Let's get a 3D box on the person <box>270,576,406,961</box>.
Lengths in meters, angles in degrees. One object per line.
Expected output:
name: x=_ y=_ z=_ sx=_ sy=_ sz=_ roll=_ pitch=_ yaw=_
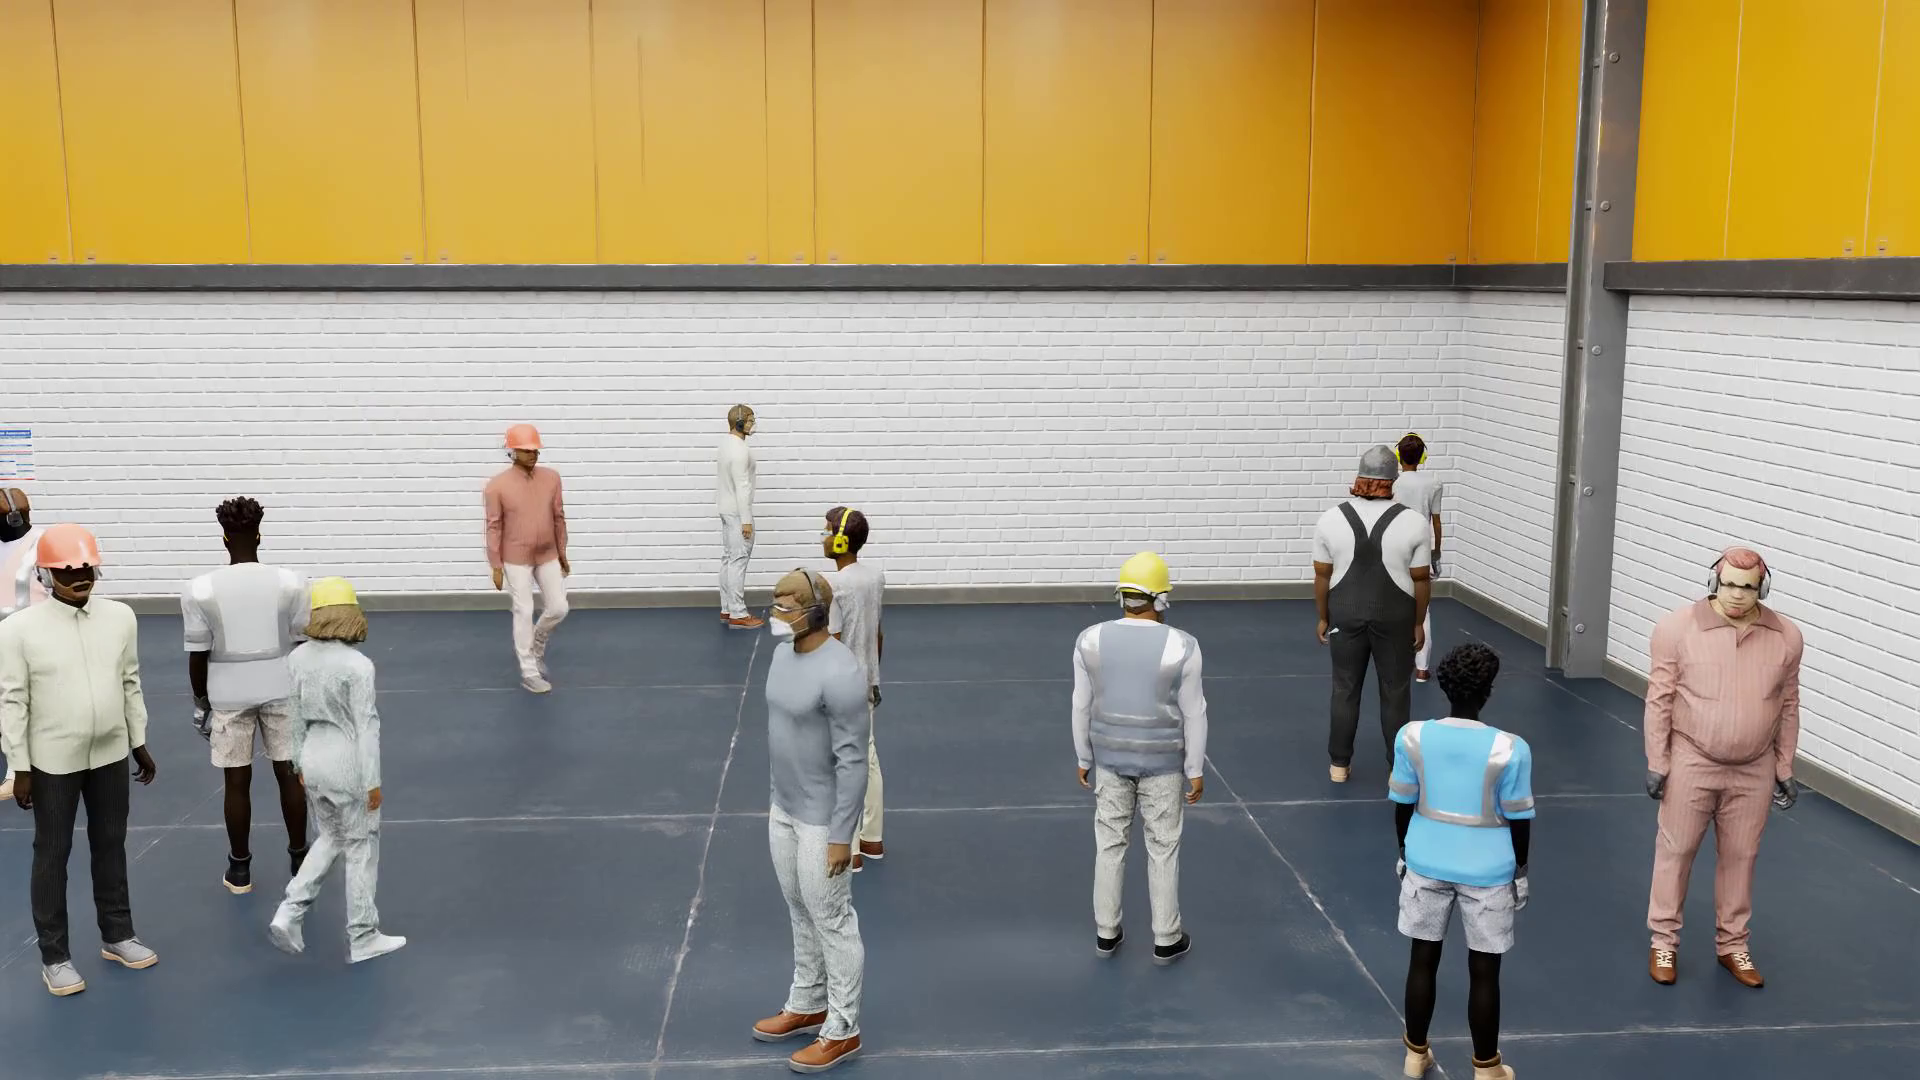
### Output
person: x=-2.757 y=1.024 z=7.289 sx=0.543 sy=1.713 sz=0.476 roll=5 pitch=10 yaw=27

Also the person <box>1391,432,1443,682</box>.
person: x=3.337 y=0.133 z=12.413 sx=0.518 sy=1.874 sz=0.327 roll=1 pitch=9 yaw=6

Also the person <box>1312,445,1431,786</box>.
person: x=2.464 y=0.444 z=9.928 sx=0.680 sy=2.000 sz=0.536 roll=4 pitch=10 yaw=23

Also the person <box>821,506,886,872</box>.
person: x=-0.579 y=0.762 z=8.498 sx=0.323 sy=1.861 sz=0.528 roll=5 pitch=10 yaw=30

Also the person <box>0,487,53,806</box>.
person: x=-5.373 y=0.609 z=9.531 sx=0.634 sy=1.837 sz=0.429 roll=3 pitch=10 yaw=19

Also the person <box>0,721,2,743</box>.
person: x=-6.196 y=0.533 z=10.064 sx=0.689 sy=1.835 sz=1.068 roll=2 pitch=9 yaw=15

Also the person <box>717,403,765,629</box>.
person: x=-1.912 y=-0.208 z=14.341 sx=0.355 sy=1.937 sz=0.634 roll=-3 pitch=10 yaw=-20

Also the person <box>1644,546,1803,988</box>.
person: x=3.251 y=0.965 z=7.097 sx=0.636 sy=1.903 sz=0.405 roll=1 pitch=9 yaw=6

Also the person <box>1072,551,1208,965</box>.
person: x=0.799 y=0.959 z=7.353 sx=0.599 sy=1.827 sz=0.404 roll=4 pitch=10 yaw=21

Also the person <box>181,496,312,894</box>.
person: x=-3.472 y=0.758 z=8.192 sx=0.605 sy=1.966 sz=0.367 roll=-4 pitch=10 yaw=-26

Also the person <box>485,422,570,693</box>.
person: x=-3.144 y=0.125 z=12.114 sx=0.653 sy=1.980 sz=0.462 roll=-8 pitch=12 yaw=-42

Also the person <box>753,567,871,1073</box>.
person: x=-0.574 y=1.057 z=6.402 sx=0.361 sy=1.937 sz=0.635 roll=-6 pitch=11 yaw=-31

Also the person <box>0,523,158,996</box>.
person: x=-3.762 y=0.913 z=7.122 sx=0.378 sy=1.996 sz=0.610 roll=6 pitch=11 yaw=34

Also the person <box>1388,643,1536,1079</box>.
person: x=1.852 y=1.218 z=6.157 sx=0.530 sy=1.692 sz=0.321 roll=6 pitch=11 yaw=33
